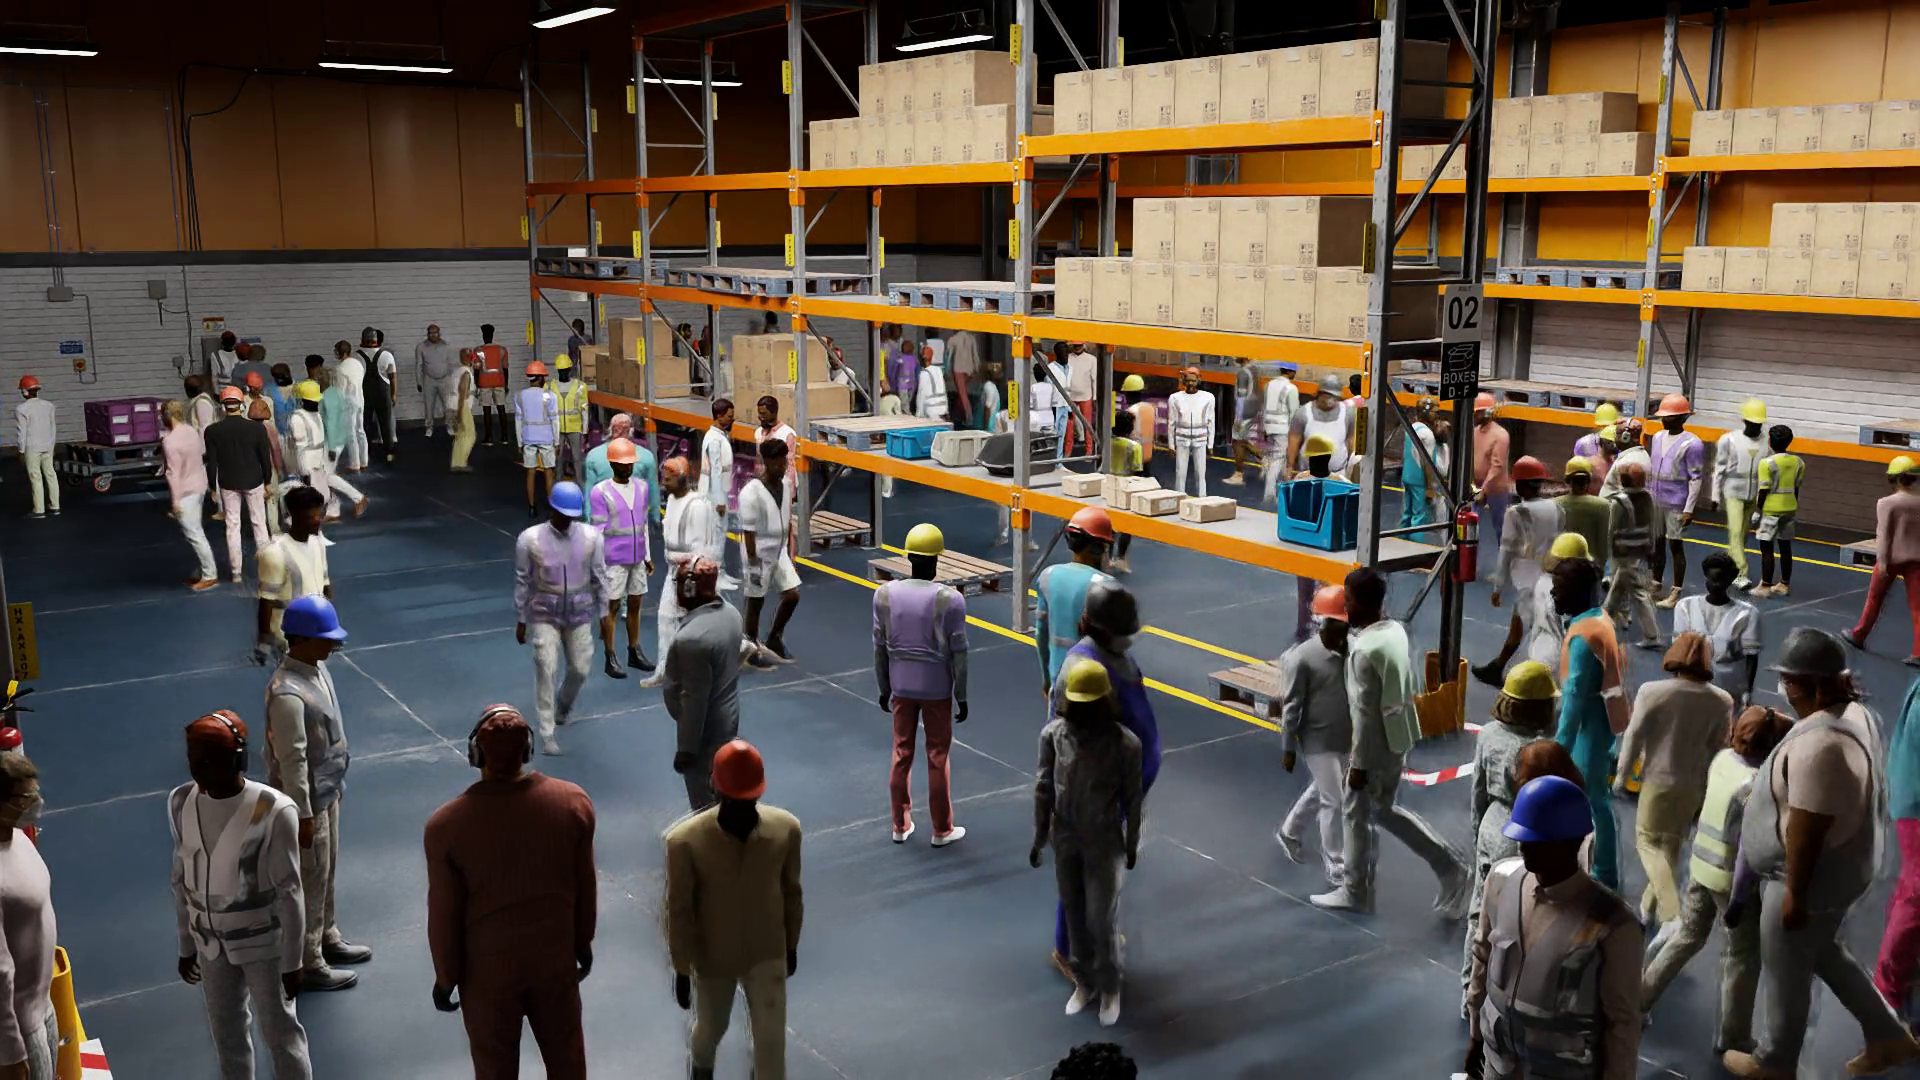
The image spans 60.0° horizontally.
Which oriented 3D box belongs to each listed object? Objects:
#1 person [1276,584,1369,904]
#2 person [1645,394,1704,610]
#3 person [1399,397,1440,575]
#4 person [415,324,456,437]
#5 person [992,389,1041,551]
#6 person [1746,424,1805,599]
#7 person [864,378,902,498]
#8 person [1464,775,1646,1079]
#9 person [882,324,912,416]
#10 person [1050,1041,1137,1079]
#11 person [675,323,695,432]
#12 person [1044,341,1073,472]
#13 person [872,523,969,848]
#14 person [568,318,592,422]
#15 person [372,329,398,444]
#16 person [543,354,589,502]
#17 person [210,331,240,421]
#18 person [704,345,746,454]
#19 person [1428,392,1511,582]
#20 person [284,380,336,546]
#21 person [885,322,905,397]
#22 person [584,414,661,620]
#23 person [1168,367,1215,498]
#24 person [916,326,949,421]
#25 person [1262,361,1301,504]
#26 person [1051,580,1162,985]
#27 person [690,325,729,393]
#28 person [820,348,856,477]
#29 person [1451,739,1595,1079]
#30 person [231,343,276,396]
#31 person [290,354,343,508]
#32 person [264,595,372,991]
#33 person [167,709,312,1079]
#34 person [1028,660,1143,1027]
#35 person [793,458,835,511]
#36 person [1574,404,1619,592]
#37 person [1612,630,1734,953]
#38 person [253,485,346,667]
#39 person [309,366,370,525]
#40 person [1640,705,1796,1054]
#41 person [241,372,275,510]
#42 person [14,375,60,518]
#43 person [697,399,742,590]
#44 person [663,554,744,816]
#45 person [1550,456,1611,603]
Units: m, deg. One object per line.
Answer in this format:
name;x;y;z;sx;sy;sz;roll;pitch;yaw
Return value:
person;2.027;1.067;9.223;0.562;1.720;0.863;-7;13;-31
person;6.677;-0.362;15.702;0.380;2.040;0.615;-4;12;-19
person;4.772;-0.566;17.269;0.351;1.839;0.507;-2;11;-9
person;-8.794;-2.671;27.921;0.662;1.895;0.404;-5;12;-24
person;0.615;-0.807;18.528;0.594;1.850;0.690;-3;11;-13
person;7.911;-0.275;16.137;0.540;1.697;0.317;-4;12;-21
person;-1.045;-1.340;21.823;0.522;1.601;0.732;3;12;17
person;1.891;1.696;5.411;0.398;1.945;0.616;-7;13;-31
person;-1.179;-2.934;29.519;1.028;1.785;0.543;10;15;42
person;0.316;2.066;4.159;0.537;1.696;0.321;4;12;18
person;-4.741;-2.795;28.599;0.309;1.868;0.535;0;11;-2
person;1.401;-1.879;23.782;0.397;1.920;0.587;9;14;37
person;-0.218;0.855;9.769;0.591;1.927;0.366;4;12;20
person;-6.558;-2.878;28.879;0.630;1.932;0.364;8;13;34
person;-9.436;-2.499;27.121;0.328;1.862;0.504;11;15;43
person;-5.097;-1.444;21.534;0.587;1.927;0.369;-1;11;-7
person;-11.622;-2.392;26.533;0.575;1.876;0.356;-9;14;-40
person;-3.560;-2.037;24.869;0.474;1.806;0.610;3;11;16
person;5.201;-0.505;16.688;1.015;1.929;0.602;-4;12;-21
person;-7.303;-0.848;18.591;0.549;1.894;0.595;0;11;2
person;-1.156;-3.061;29.787;0.377;1.937;0.549;-3;11;-13
person;-3.118;-0.243;15.506;0.678;1.870;0.912;-1;11;-3
person;2.811;-1.167;20.258;0.566;1.880;0.357;2;11;8
person;-0.555;-2.818;28.840;0.638;1.818;0.728;-7;13;-31
person;4.249;-1.421;21.443;0.835;1.911;0.641;-5;12;-22
person;0.719;1.130;8.067;0.534;2.000;0.807;4;12;19
person;-4.109;-2.576;27.369;0.647;1.913;0.409;-1;11;-7
person;-1.721;-1.821;23.690;0.563;1.837;0.388;9;14;38
person;2.362;1.598;6.815;0.554;1.598;0.743;-9;14;-39
person;-9.963;-1.833;23.591;0.659;1.904;0.638;-7;13;-33
person;-8.185;-1.389;21.176;0.606;1.957;0.373;3;11;13
person;-3.094;1.207;7.962;0.420;1.933;0.618;-2;11;-10
person;-2.745;1.550;6.359;0.573;1.877;0.353;3;12;17
person;0.577;1.379;7.615;0.488;1.727;0.470;5;12;25
person;-1.959;-1.313;20.989;0.779;1.901;0.403;5;12;23
person;6.386;-0.421;16.475;0.625;1.853;1.028;3;11;15
person;3.668;1.276;8.463;0.560;1.595;0.696;0;11;0
person;-4.369;0.597;11.057;0.541;1.938;0.643;1;11;4
person;-7.504;-1.135;19.974;0.545;1.917;0.643;-5;12;-25
person;3.306;1.494;7.334;0.618;1.609;0.528;0;11;-1
person;-8.859;-1.251;20.989;0.342;1.749;0.569;7;13;33
person;-11.381;-1.151;20.478;0.329;1.751;0.566;3;12;16
person;-2.400;-0.454;16.525;0.405;1.909;0.597;-1;11;-4
person;-1.400;1.014;9.003;0.404;1.911;0.636;2;11;12
person;5.020;0.189;13.620;0.526;1.760;0.333;3;11;14
